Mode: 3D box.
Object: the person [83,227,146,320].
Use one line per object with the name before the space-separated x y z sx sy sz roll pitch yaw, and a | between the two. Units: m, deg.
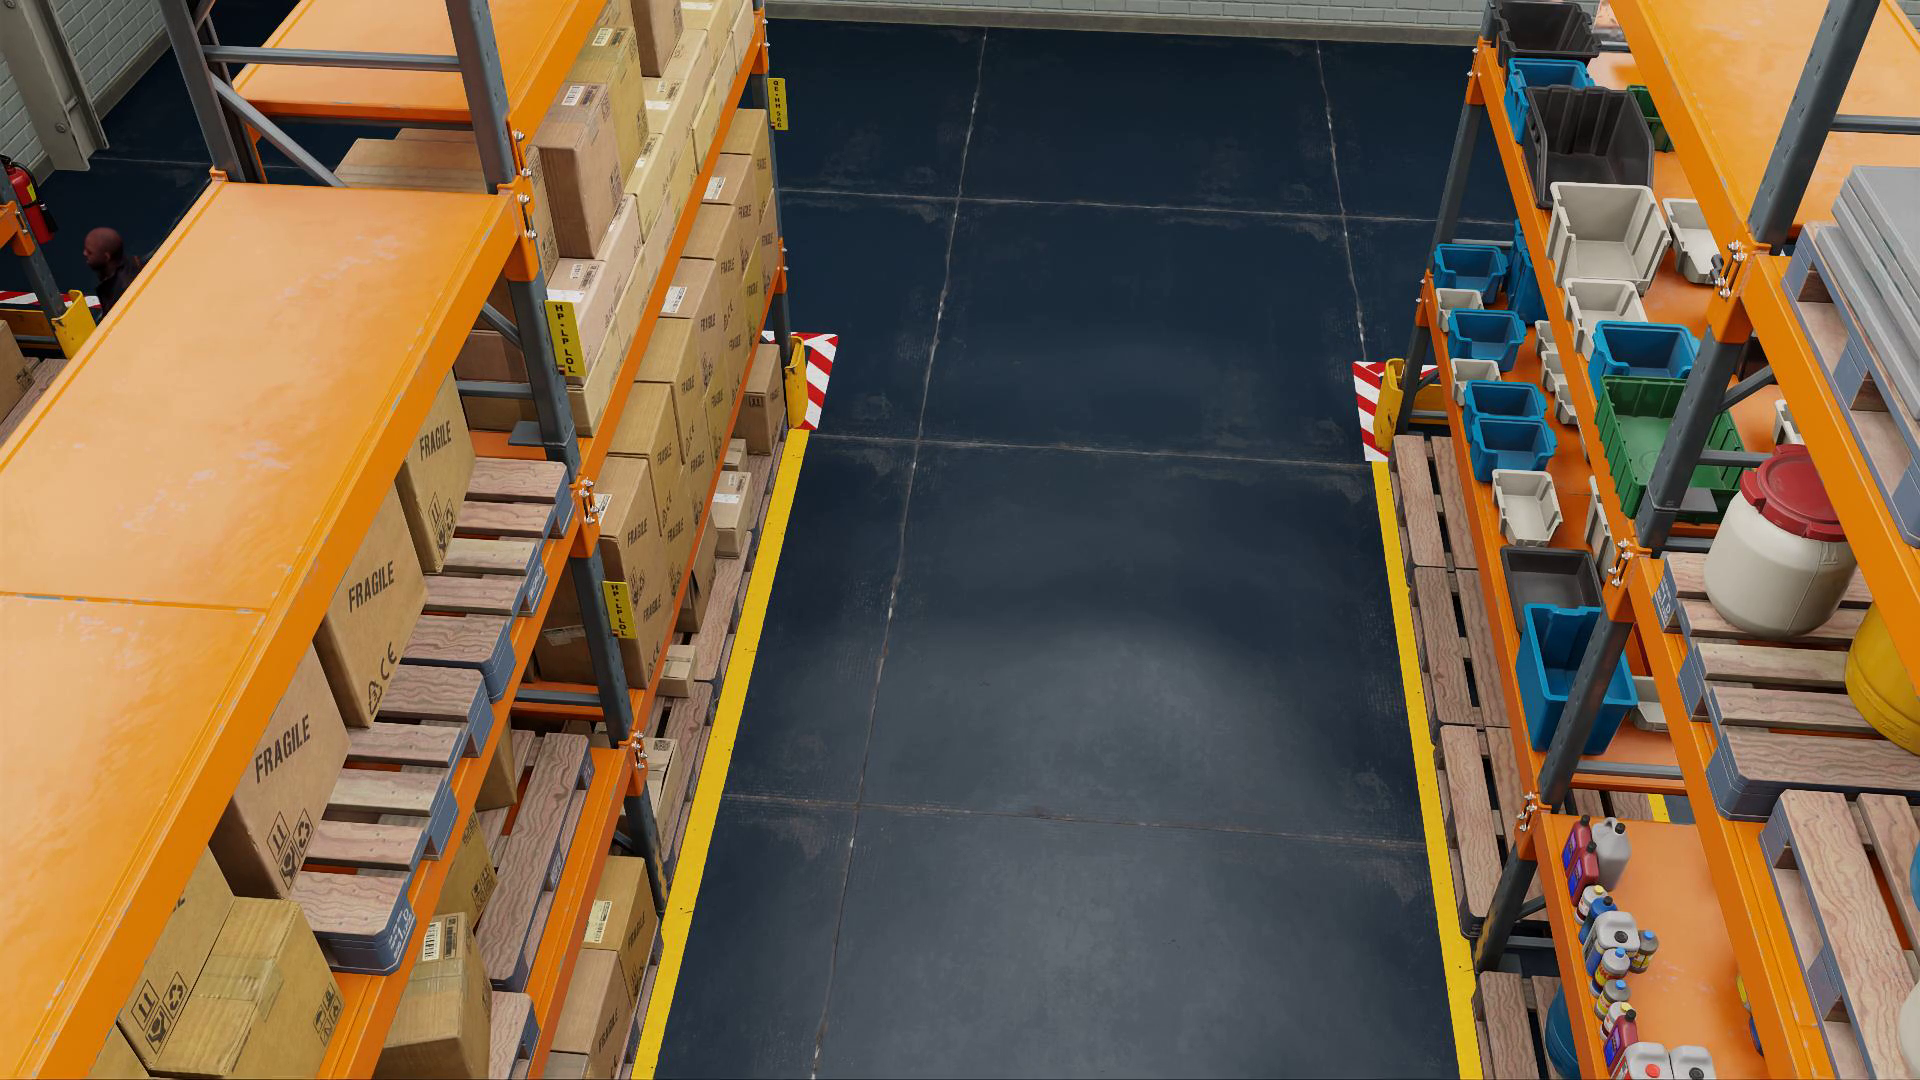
person | -4.869 -1.109 10.060 0.853 1.825 0.758 -24 48 -23
